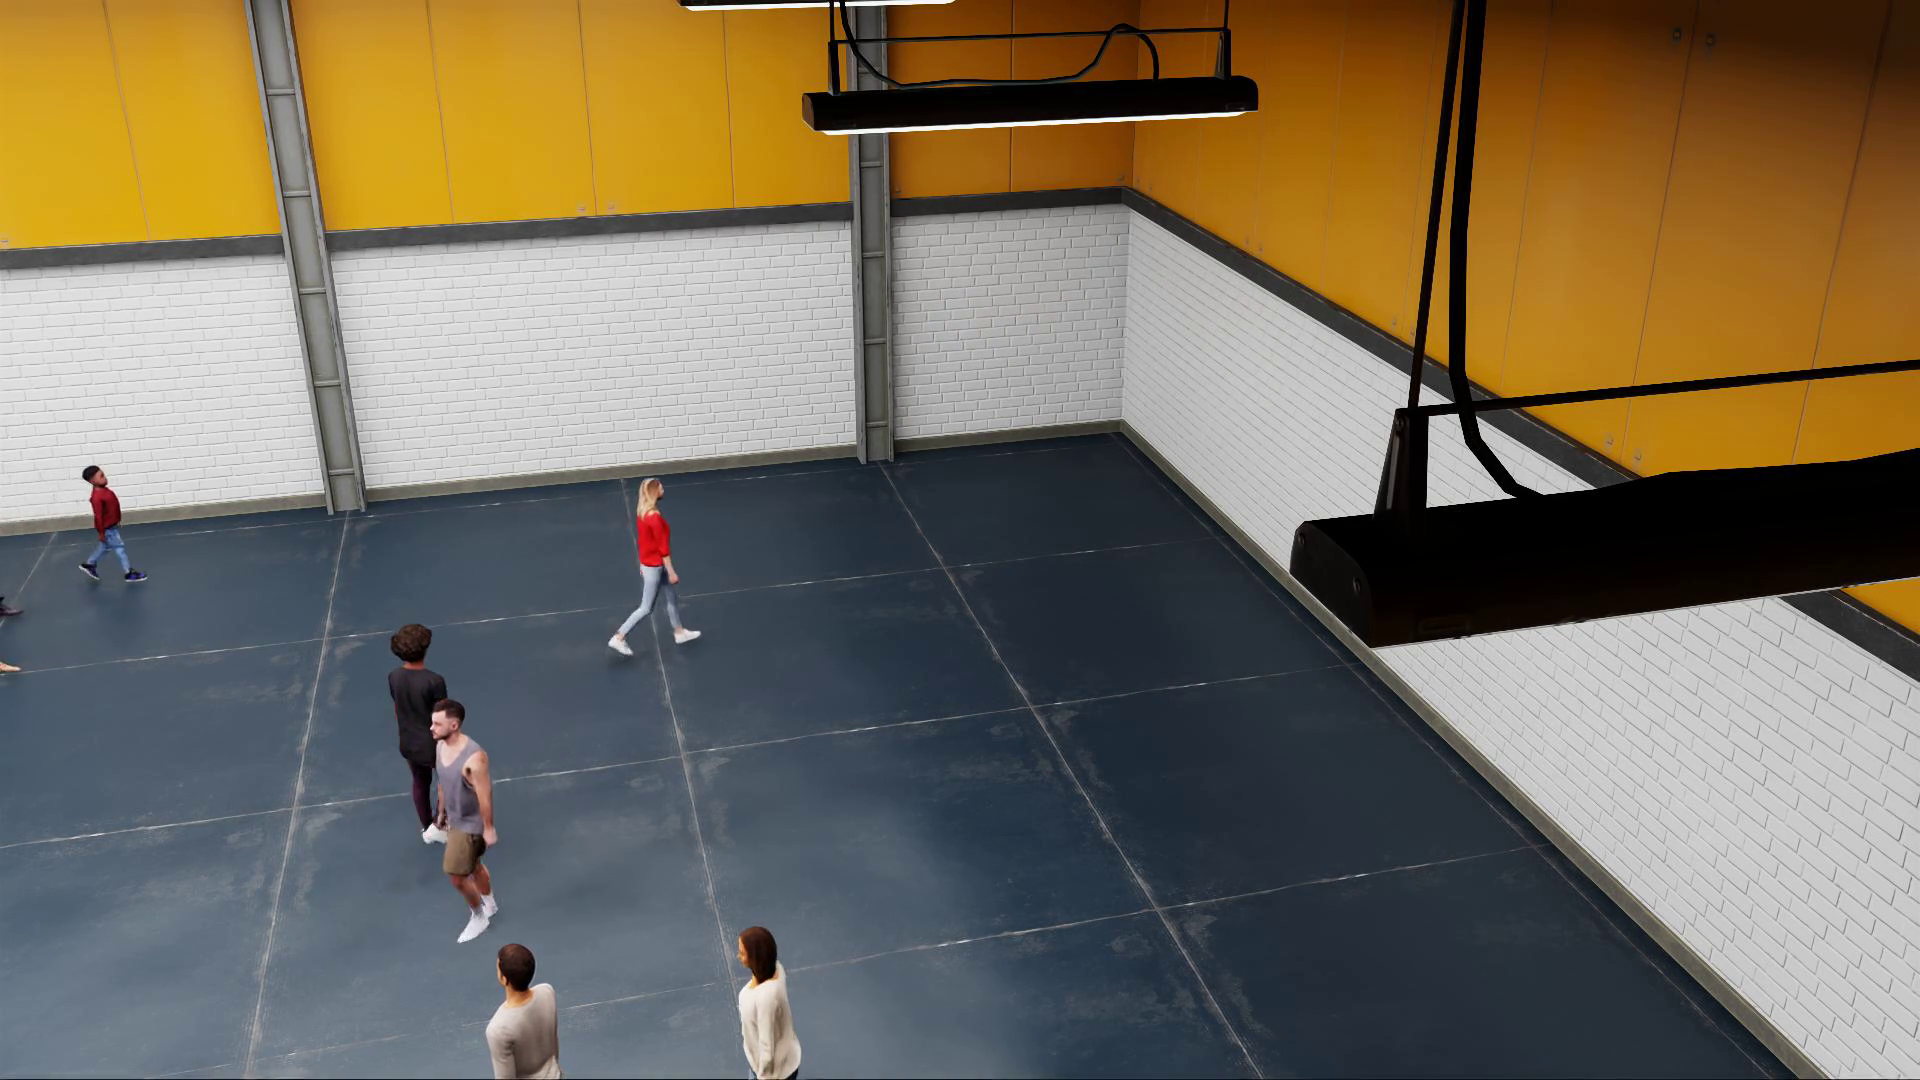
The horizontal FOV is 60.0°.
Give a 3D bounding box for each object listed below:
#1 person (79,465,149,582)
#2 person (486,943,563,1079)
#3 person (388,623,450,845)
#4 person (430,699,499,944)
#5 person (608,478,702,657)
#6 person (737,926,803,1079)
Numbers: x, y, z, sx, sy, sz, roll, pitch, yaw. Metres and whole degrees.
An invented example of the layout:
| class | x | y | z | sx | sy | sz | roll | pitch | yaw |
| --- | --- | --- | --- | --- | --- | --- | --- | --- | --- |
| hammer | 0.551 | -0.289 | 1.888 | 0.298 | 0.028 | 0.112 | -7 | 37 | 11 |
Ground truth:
| class | x | y | z | sx | sy | sz | roll | pitch | yaw |
| --- | --- | --- | --- | --- | --- | --- | --- | --- | --- |
| person | -8.509 | -0.148 | 16.466 | 0.837 | 1.236 | 0.512 | -7 | 25 | -16 |
| person | -2.241 | 2.903 | 8.700 | 0.781 | 1.867 | 0.745 | 10 | 26 | 22 |
| person | -3.927 | 1.471 | 12.096 | 0.788 | 1.770 | 0.832 | 5 | 24 | 11 |
| person | -3.291 | 1.868 | 11.332 | 0.778 | 1.832 | 0.832 | 21 | 31 | 40 |
| person | -2.813 | 0.281 | 14.941 | 1.158 | 1.672 | 0.753 | -11 | 26 | -23 |
| person | -0.940 | 2.843 | 9.102 | 0.990 | 1.654 | 0.734 | -5 | 24 | -10 |
